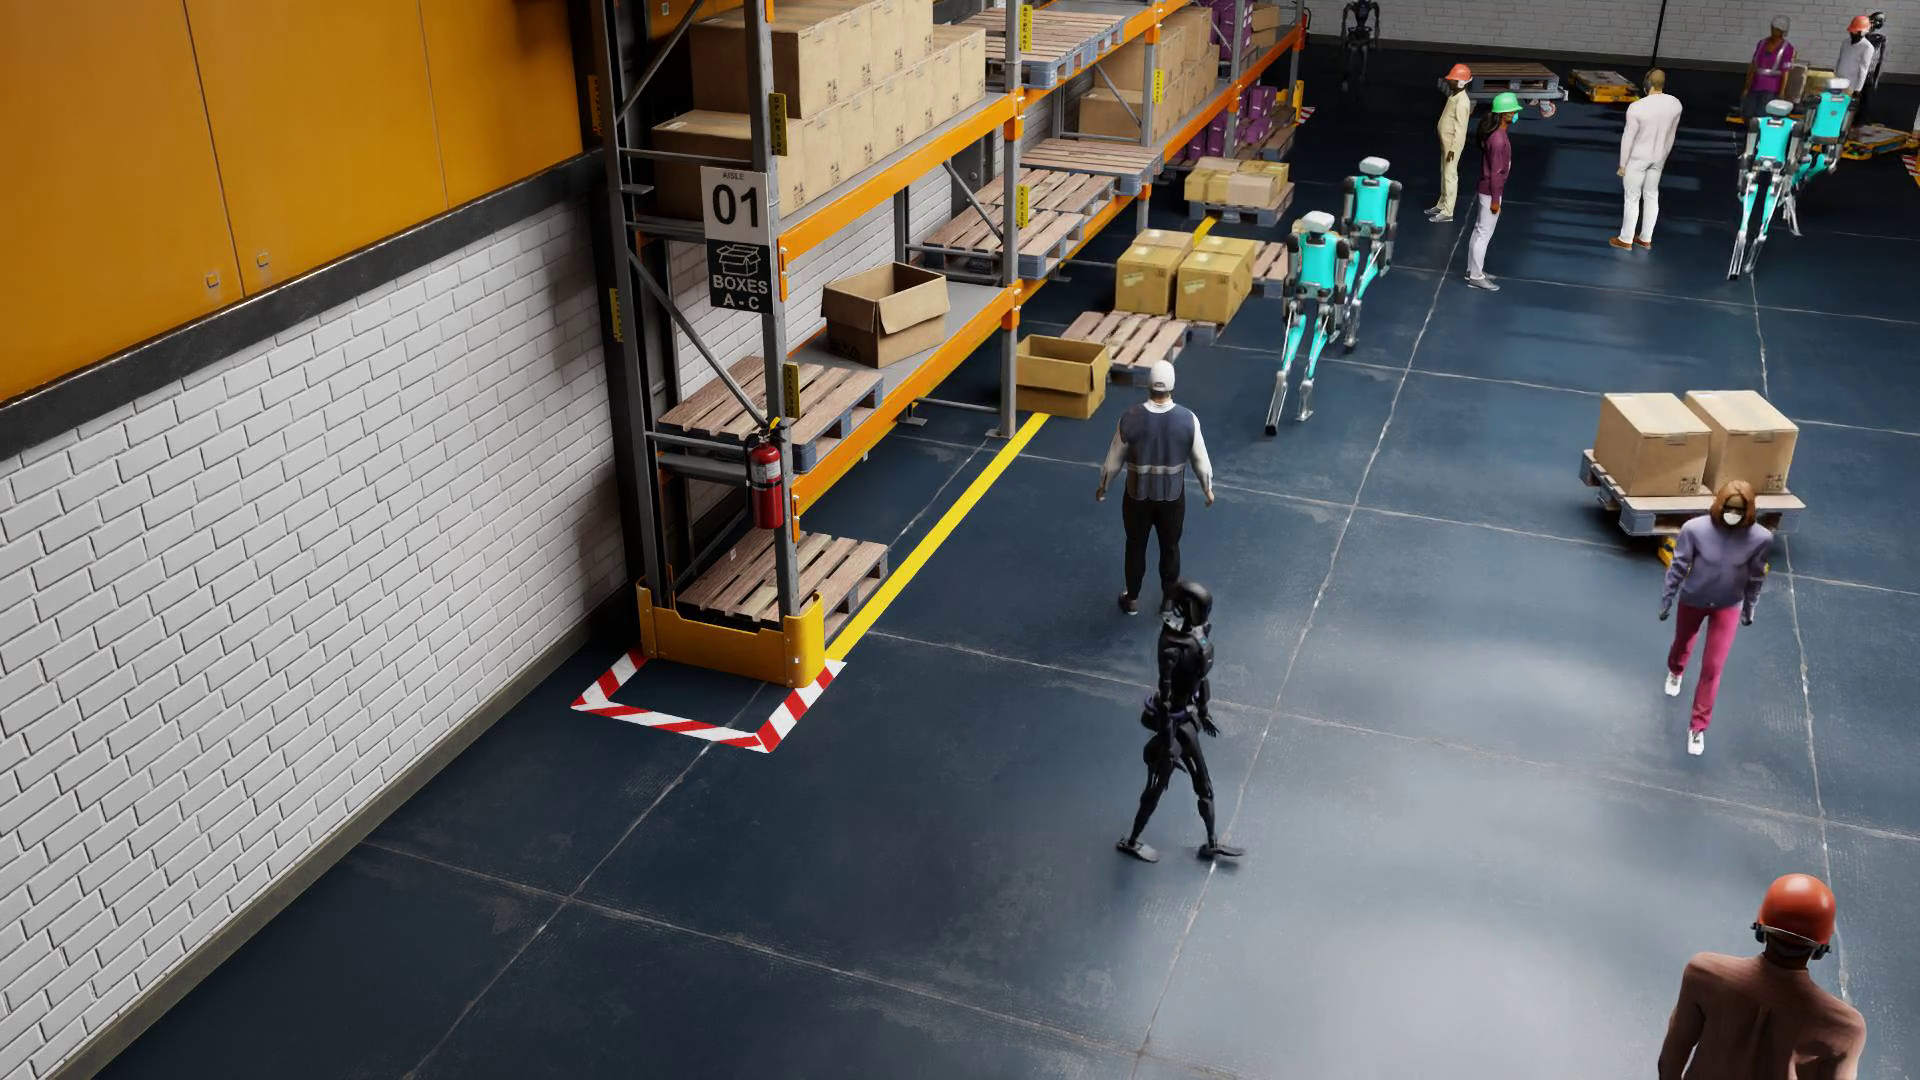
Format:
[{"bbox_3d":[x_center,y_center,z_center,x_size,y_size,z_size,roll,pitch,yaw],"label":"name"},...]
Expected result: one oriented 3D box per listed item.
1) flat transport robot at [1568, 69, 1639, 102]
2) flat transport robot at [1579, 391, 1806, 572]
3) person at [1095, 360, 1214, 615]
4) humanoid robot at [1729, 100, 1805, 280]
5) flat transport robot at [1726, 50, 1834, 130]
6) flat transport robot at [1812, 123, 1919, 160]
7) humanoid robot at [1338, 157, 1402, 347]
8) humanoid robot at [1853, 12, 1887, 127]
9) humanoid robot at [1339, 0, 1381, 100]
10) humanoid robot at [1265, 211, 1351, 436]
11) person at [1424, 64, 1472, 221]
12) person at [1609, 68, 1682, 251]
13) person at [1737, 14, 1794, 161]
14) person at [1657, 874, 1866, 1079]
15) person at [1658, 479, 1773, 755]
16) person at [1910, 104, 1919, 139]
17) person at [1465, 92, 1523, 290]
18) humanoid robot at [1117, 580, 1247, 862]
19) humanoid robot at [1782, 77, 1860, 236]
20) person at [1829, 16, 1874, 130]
[{"bbox_3d":[9.661,-6.824,24.986,0.659,0.231,1.431,1,27,3],"label":"flat transport robot"},{"bbox_3d":[5.236,-0.165,12.071,0.659,0.231,1.431,-1,27,-1],"label":"flat transport robot"},{"bbox_3d":[1.262,-0.323,10.746,0.768,1.755,0.429,1,27,3],"label":"person"},{"bbox_3d":[8.176,-3.506,17.069,0.544,1.891,0.784,18,32,31],"label":"humanoid robot"},{"bbox_3d":[11.509,-5.903,23.202,1.431,0.231,0.659,15,31,27],"label":"flat transport robot"},{"bbox_3d":[11.941,-5.242,21.918,1.431,0.231,0.659,-17,32,-30],"label":"flat transport robot"},{"bbox_3d":[3.615,-2.535,15.069,0.543,1.765,0.919,15,31,27],"label":"humanoid robot"},{"bbox_3d":[12.077,-6.239,22.336,0.405,1.639,0.616,-11,29,-20],"label":"humanoid robot"},{"bbox_3d":[5.899,-7.376,24.530,0.607,1.646,0.485,0,27,0],"label":"humanoid robot"},{"bbox_3d":[2.741,-1.680,13.469,0.551,1.826,0.874,15,31,27],"label":"humanoid robot"},{"bbox_3d":[5.560,-4.508,18.868,0.319,1.755,0.562,3,27,5],"label":"person"},{"bbox_3d":[7.348,-4.078,17.864,0.621,1.925,0.386,-6,28,-11],"label":"person"},{"bbox_3d":[10.329,-5.810,21.316,0.585,1.826,0.558,-17,32,-30],"label":"person"},{"bbox_3d":[2.800,2.033,5.939,0.610,1.986,0.402,21,34,35],"label":"person"},{"bbox_3d":[4.333,0.347,9.627,0.515,1.592,0.846,10,29,19],"label":"person"},{"bbox_3d":[13.184,-6.274,22.205,0.624,1.844,0.429,10,29,18],"label":"person"},{"bbox_3d":[5.330,-3.512,16.726,0.422,1.955,0.491,5,28,9],"label":"person"},{"bbox_3d":[1.150,0.953,8.375,0.655,1.637,0.588,14,30,25],"label":"humanoid robot"},{"bbox_3d":[9.469,-4.329,18.592,0.555,1.800,0.902,2,27,4],"label":"humanoid robot"},{"bbox_3d":[11.603,-5.969,21.727,0.443,1.724,0.597,-4,27,-7],"label":"person"}]
